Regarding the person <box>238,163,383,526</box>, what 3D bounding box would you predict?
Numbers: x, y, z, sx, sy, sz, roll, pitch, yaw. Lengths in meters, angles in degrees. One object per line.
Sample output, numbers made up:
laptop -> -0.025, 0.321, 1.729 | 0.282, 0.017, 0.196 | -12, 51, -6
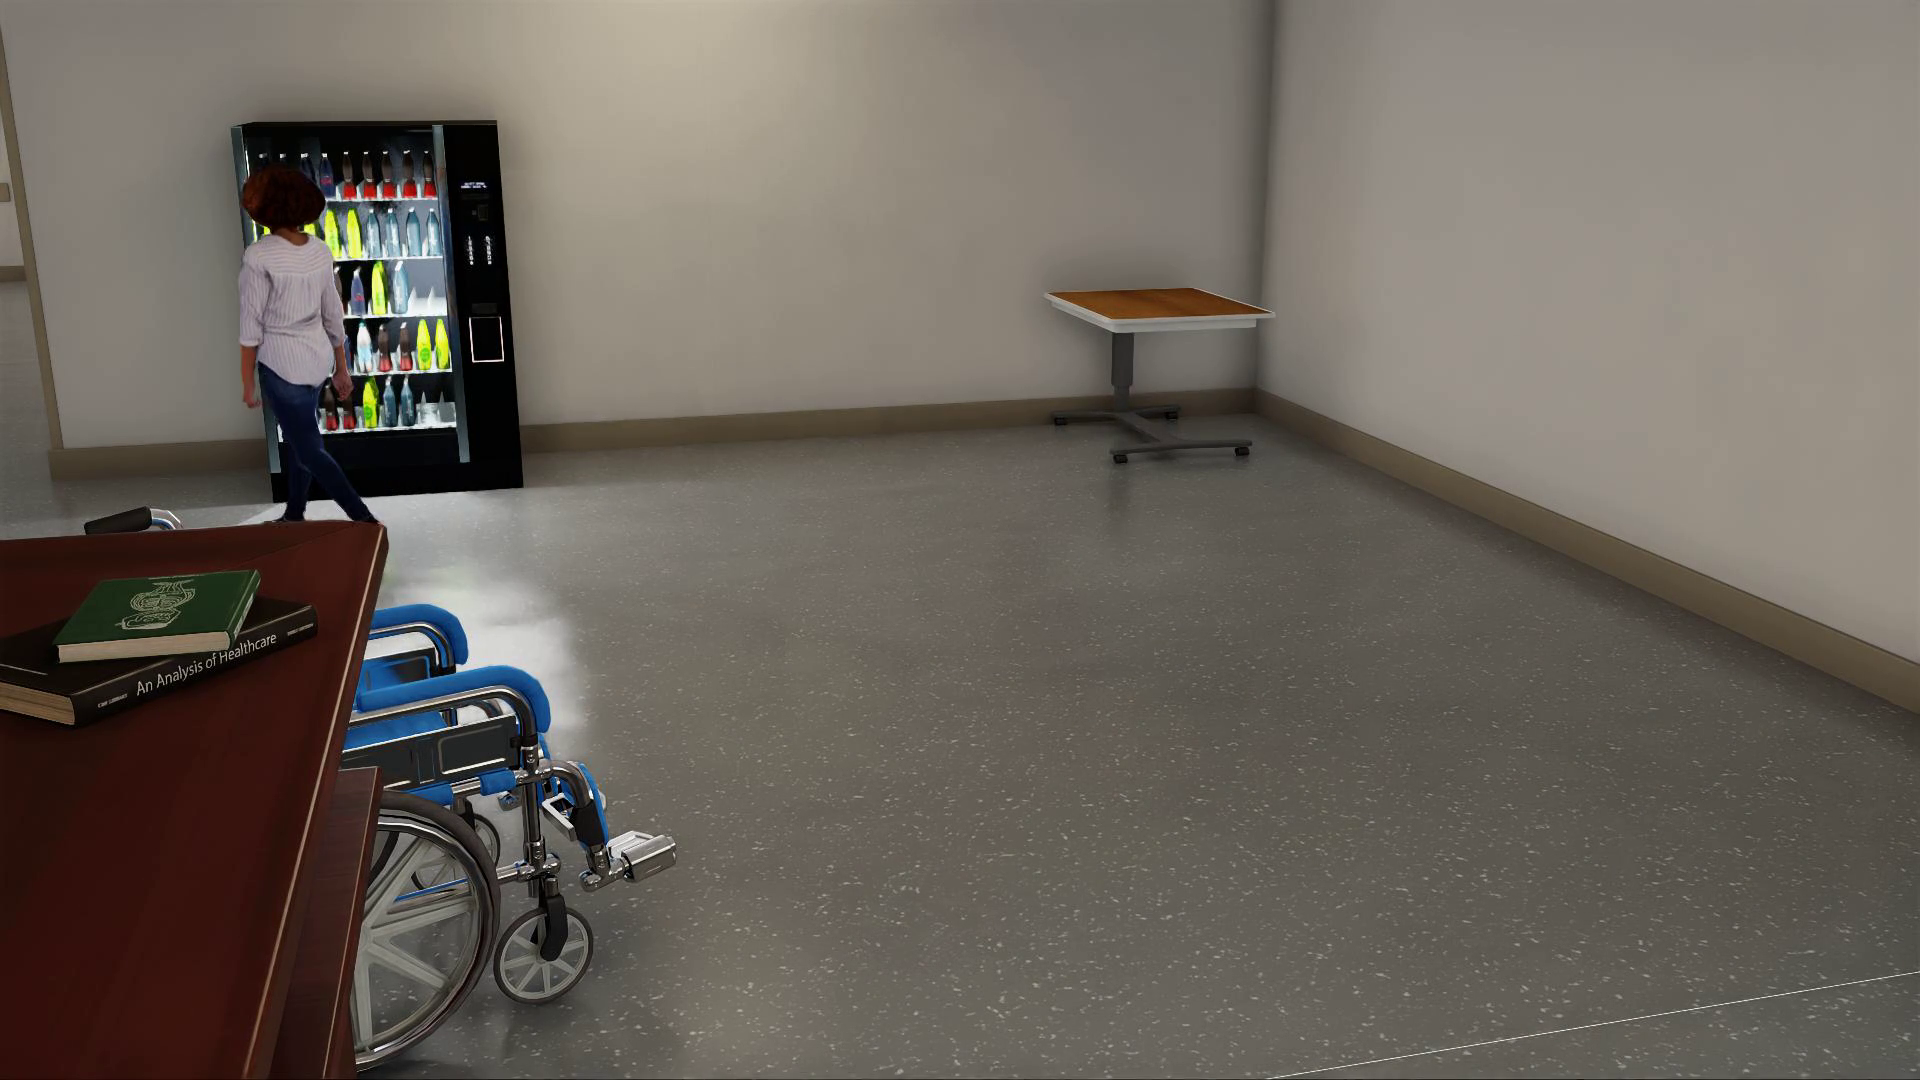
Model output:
person -> -2.810, -0.745, 7.199 | 1.199, 1.686, 1.110 | 8, 17, 25
